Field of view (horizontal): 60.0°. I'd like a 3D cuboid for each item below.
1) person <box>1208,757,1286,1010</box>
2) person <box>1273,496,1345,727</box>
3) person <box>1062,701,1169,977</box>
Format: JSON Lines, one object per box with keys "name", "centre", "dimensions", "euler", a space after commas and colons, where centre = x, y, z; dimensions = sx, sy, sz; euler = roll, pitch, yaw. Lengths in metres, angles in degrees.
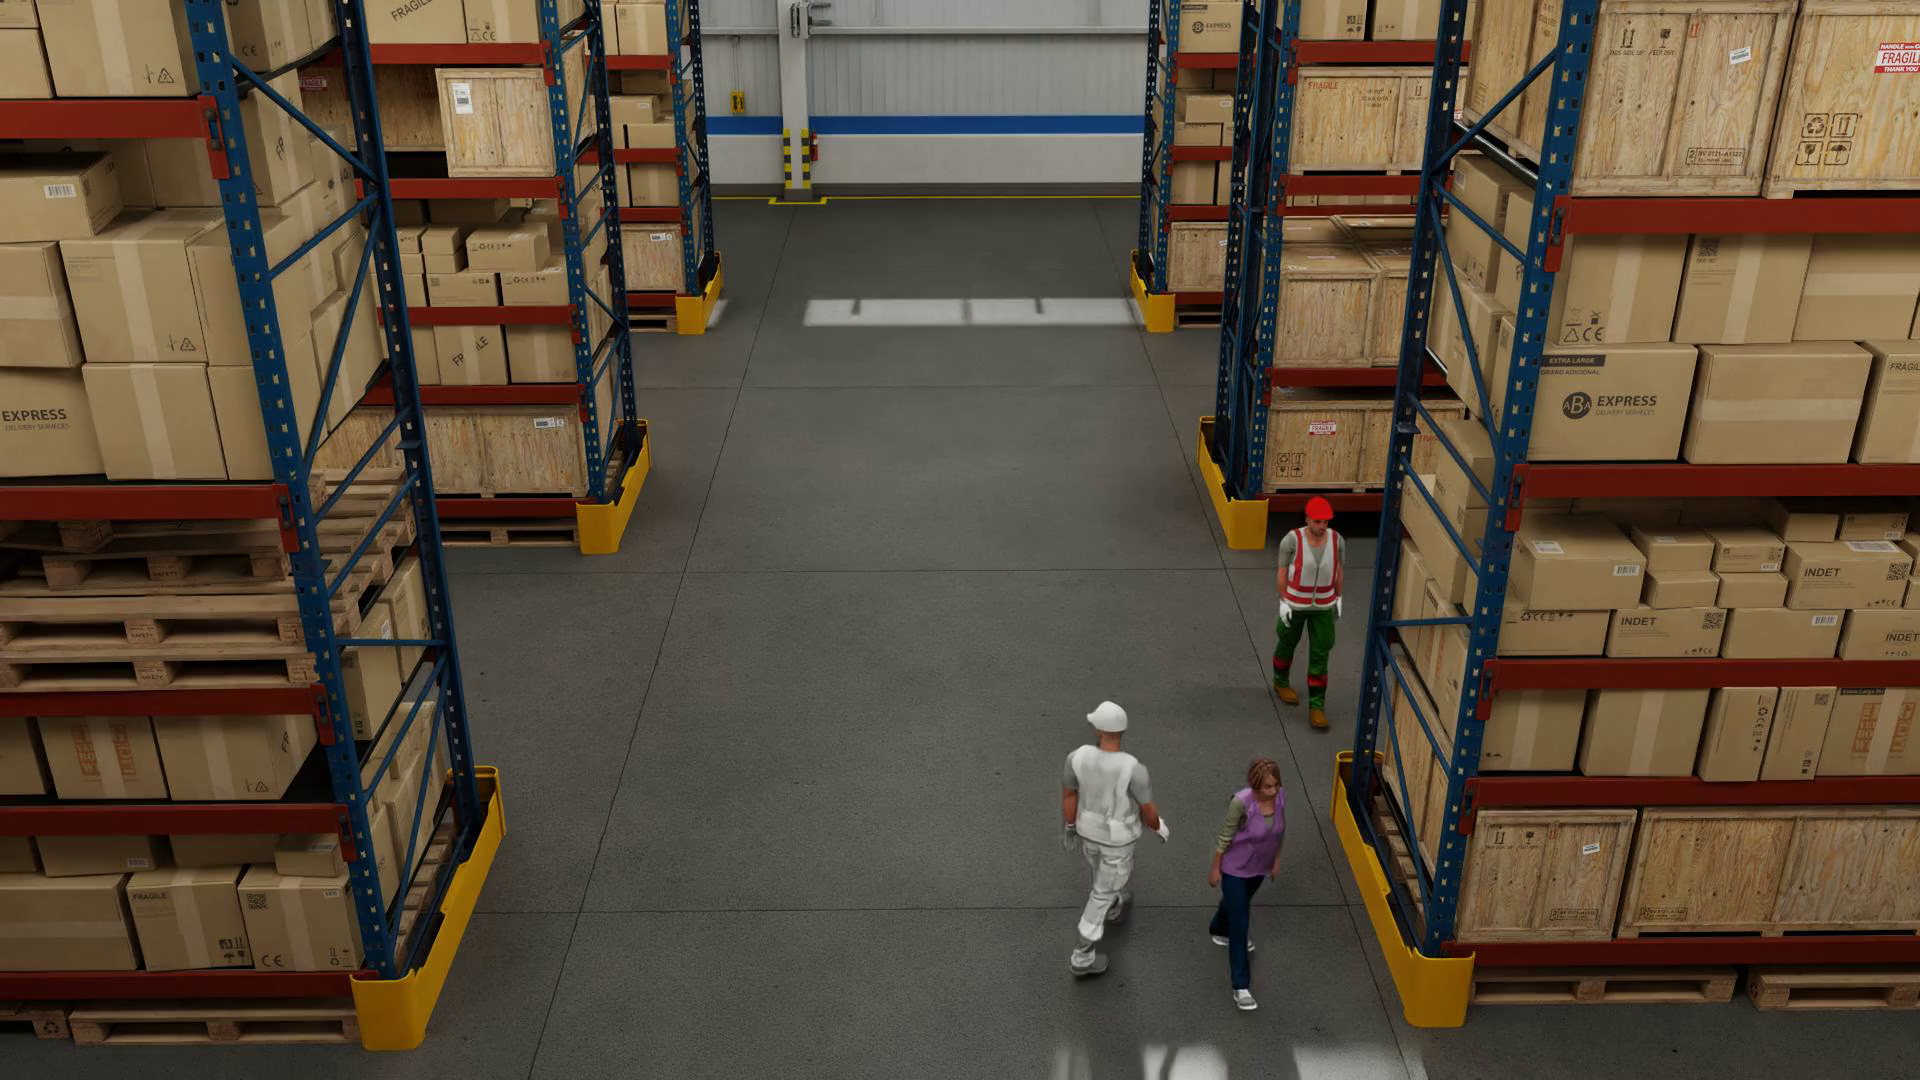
{"name": "person", "centre": [1.717, 1.959, 9.864], "dimensions": [0.497, 1.557, 0.748], "euler": [-14, 29, -28]}
{"name": "person", "centre": [2.691, 0.529, 12.712], "dimensions": [0.531, 1.784, 0.721], "euler": [-1, 25, -1]}
{"name": "person", "centre": [0.952, 1.750, 10.100], "dimensions": [0.564, 1.761, 0.905], "euler": [17, 30, 32]}
